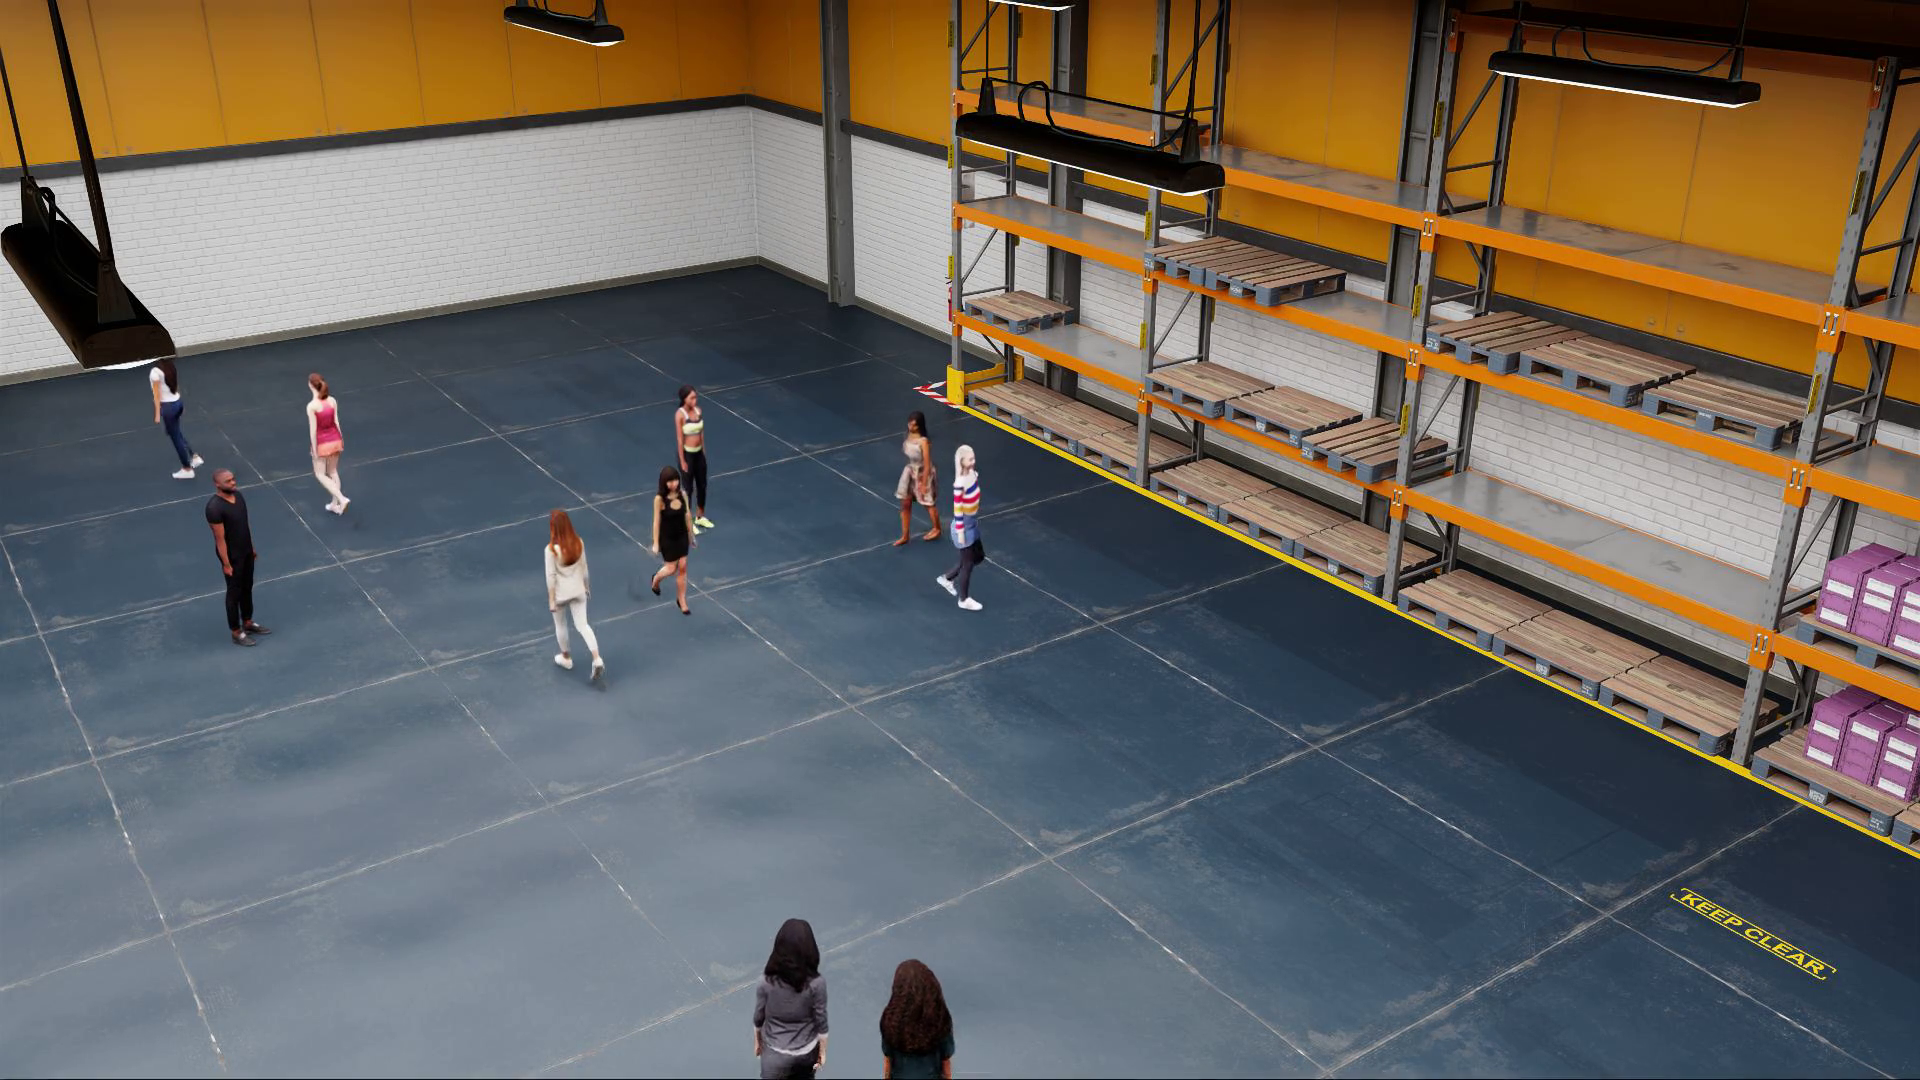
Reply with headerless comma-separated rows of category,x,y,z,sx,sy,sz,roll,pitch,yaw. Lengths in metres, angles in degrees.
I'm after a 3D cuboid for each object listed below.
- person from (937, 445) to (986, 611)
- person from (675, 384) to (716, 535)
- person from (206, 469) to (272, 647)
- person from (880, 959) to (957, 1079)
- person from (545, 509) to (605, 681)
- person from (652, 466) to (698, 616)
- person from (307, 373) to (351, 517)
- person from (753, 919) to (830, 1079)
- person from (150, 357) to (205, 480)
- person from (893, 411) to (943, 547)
person,-0.017,-0.142,17.107,0.922,1.800,0.854,8,25,18
person,-3.105,-0.945,19.002,0.609,1.753,0.634,19,30,36
person,-7.159,0.143,16.431,0.784,1.819,0.726,4,24,9
person,-0.244,3.205,9.695,0.763,1.603,0.838,-1,24,-3
person,-3.651,0.536,15.701,0.661,1.683,1.034,-19,30,-37
person,-2.994,-0.019,17.035,0.812,1.632,0.673,21,31,39
person,-7.315,-1.077,19.327,0.951,1.734,0.735,17,29,33
person,-0.995,3.079,9.822,0.903,1.733,1.072,-2,24,-4
person,-9.614,-1.593,20.470,0.801,1.765,0.729,0,24,-1
person,-0.402,-0.717,18.663,0.766,1.607,0.893,-18,29,-35
